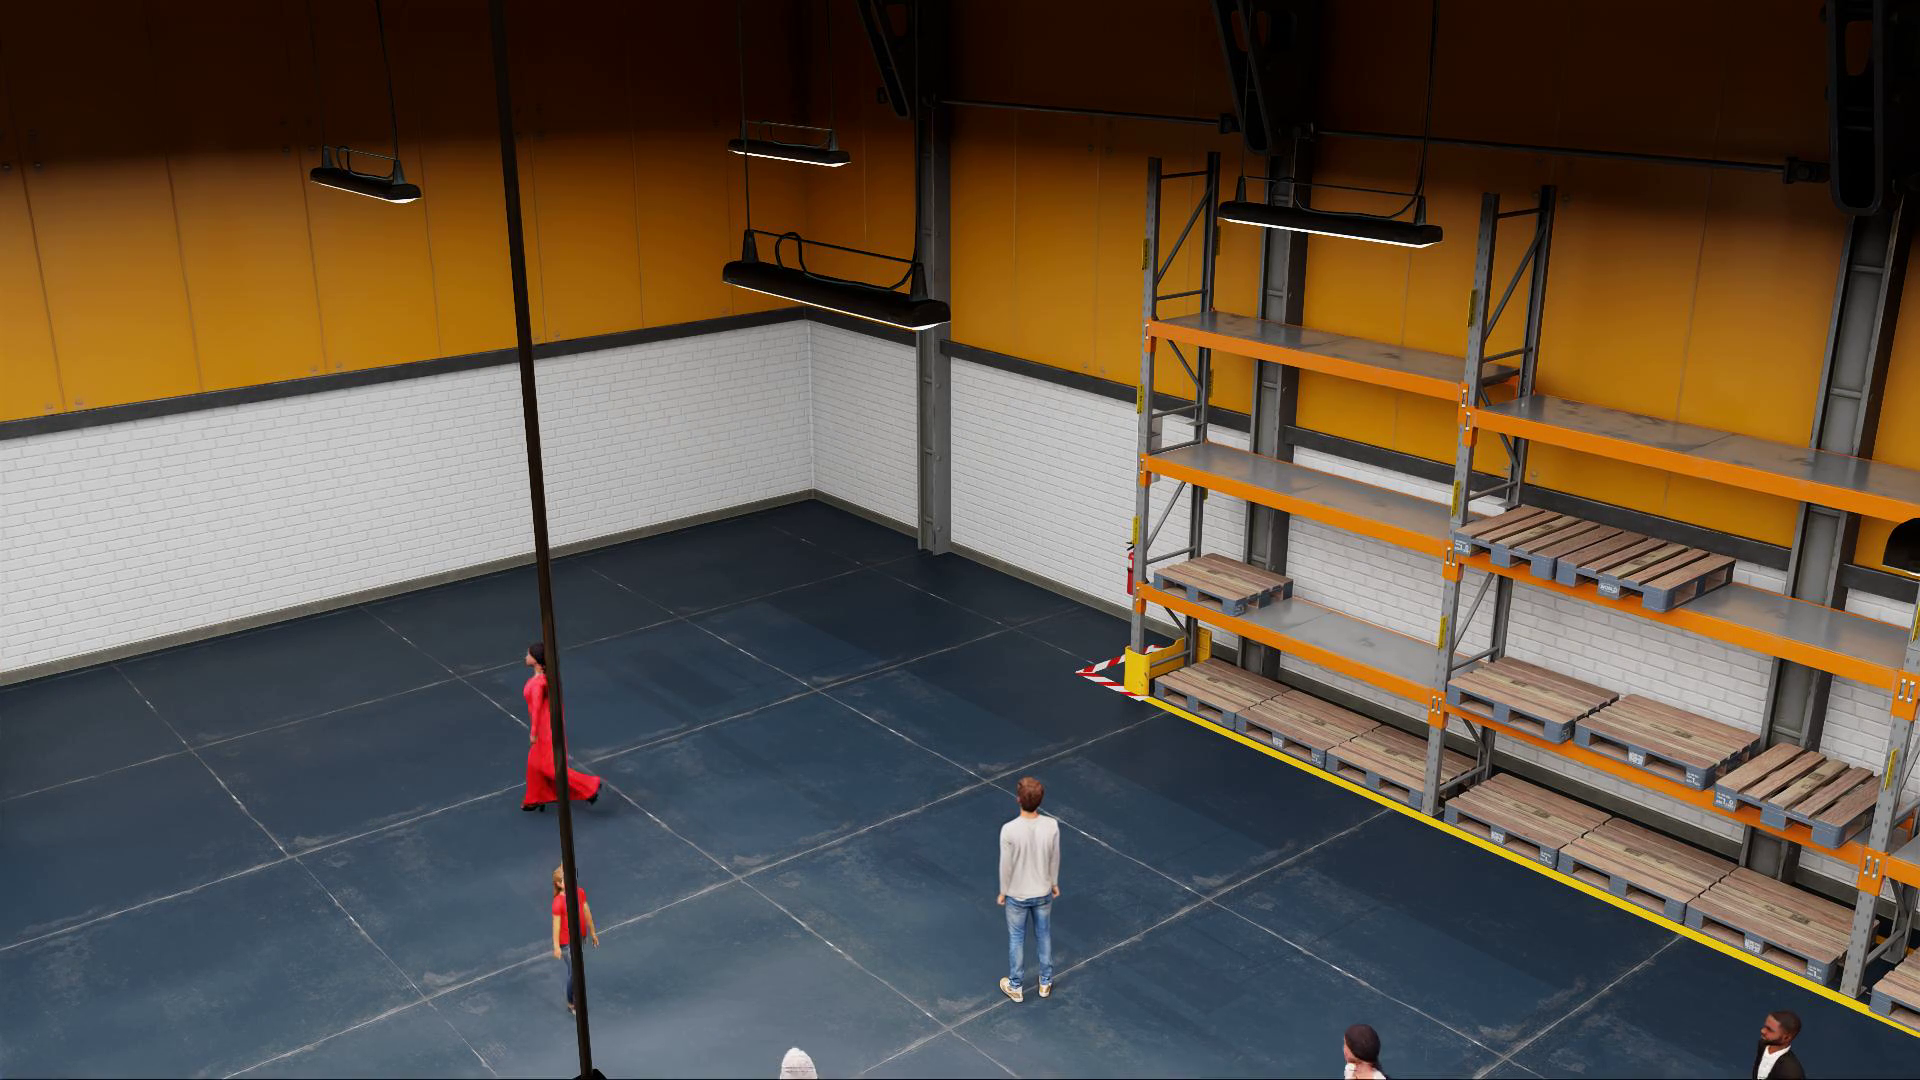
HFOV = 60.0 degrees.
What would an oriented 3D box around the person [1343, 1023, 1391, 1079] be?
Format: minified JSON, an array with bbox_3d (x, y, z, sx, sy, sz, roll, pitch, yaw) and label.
[{"bbox_3d":[2.534,3.818,10.233,0.917,1.721,0.666,-14,23,-36],"label":"person"}]

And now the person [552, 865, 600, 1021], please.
[{"bbox_3d":[-3.079,3.102,13.016,0.588,1.301,0.540,12,22,31],"label":"person"}]

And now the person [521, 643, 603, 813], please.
[{"bbox_3d":[-3.913,1.848,16.015,0.994,1.763,1.058,-3,19,-9],"label":"person"}]

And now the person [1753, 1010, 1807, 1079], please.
[{"bbox_3d":[5.160,3.739,10.392,1.186,1.769,1.118,1,19,4],"label":"person"}]

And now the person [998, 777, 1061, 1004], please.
[{"bbox_3d":[0.548,2.753,13.107,0.741,1.905,0.735,-5,19,-13],"label":"person"}]
